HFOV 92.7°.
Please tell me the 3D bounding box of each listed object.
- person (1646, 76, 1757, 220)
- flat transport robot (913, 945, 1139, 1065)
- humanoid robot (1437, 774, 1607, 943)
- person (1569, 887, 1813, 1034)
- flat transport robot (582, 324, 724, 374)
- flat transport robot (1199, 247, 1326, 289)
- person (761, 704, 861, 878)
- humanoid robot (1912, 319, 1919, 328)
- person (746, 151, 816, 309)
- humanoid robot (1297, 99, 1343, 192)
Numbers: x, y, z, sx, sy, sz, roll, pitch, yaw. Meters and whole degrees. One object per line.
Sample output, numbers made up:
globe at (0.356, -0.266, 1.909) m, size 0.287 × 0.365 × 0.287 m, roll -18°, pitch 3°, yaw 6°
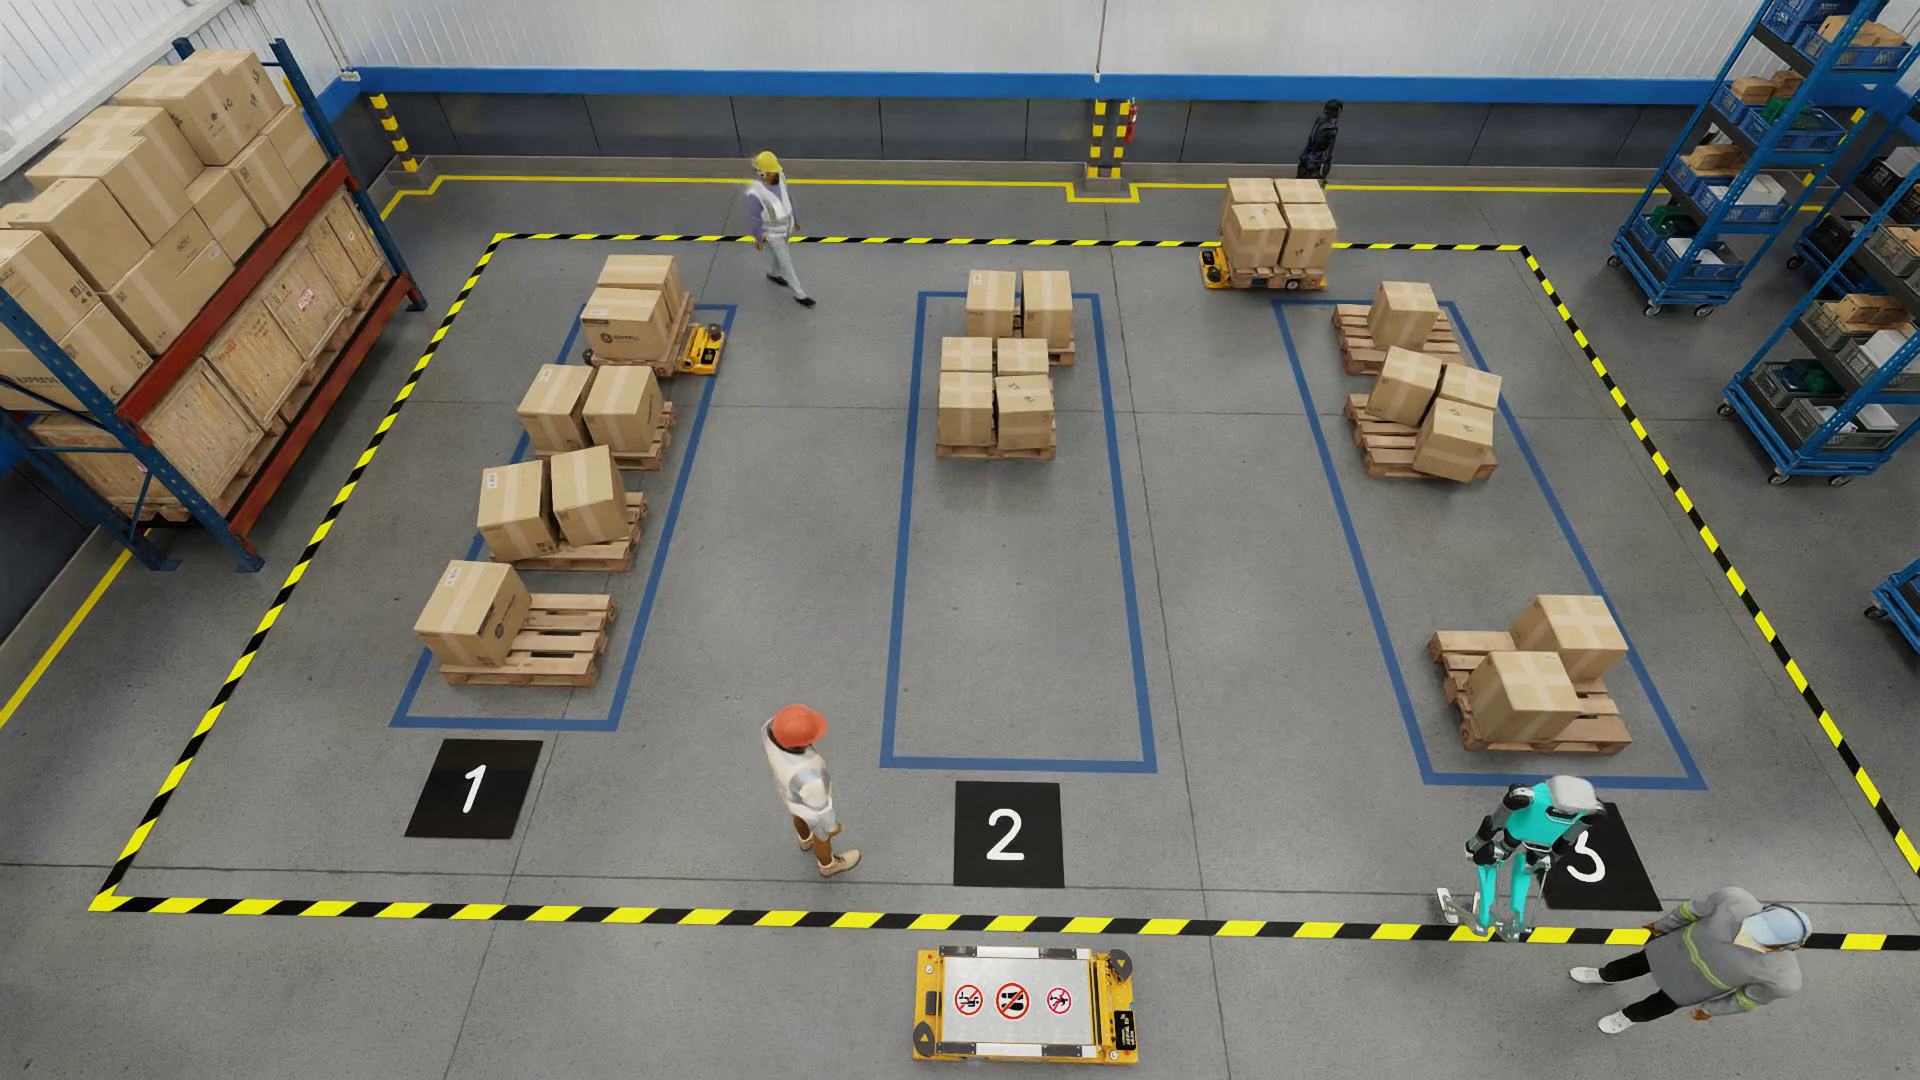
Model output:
person at (9.239, -4.761, 11.334) m, size 0.509 × 1.871 × 0.329 m, roll -5°, pitch 51°, yaw -4°
flat transport robot at (0.422, 3.041, 6.007) m, size 1.431 × 0.231 × 0.659 m, roll 1°, pitch 51°, yaw 1°
humanoid robot at (3.480, 2.119, 5.727) m, size 0.533 × 1.673 × 0.735 m, roll 10°, pitch 51°, yaw 8°
person at (4.313, 2.511, 5.417) m, size 0.382 × 1.852 × 0.586 m, roll -6°, pitch 51°, yaw -5°
flat transport robot at (-3.414, -2.147, 10.218) m, size 1.431 × 0.197 × 0.652 m, roll 1°, pitch 51°, yaw 1°
flat transport robot at (3.696, -3.350, 11.199) m, size 1.431 × 0.197 × 0.652 m, roll 1°, pitch 51°, yaw 1°
person at (-0.971, 1.641, 6.005) m, size 0.379 × 2.039 × 0.614 m, roll -31°, pitch 57°, yaw -23°
humanoid robot at (10.506, -2.563, 9.658) m, size 0.315 × 1.655 × 0.599 m, roll 21°, pitch 54°, yaw 16°
person at (-2.058, -3.548, 10.395) m, size 0.836 × 1.795 × 0.609 m, roll 23°, pitch 54°, yaw 18°
humanoid robot at (4.365, -4.615, 11.329) m, size 0.315 × 1.657 × 0.599 m, roll -7°, pitch 51°, yaw -6°
